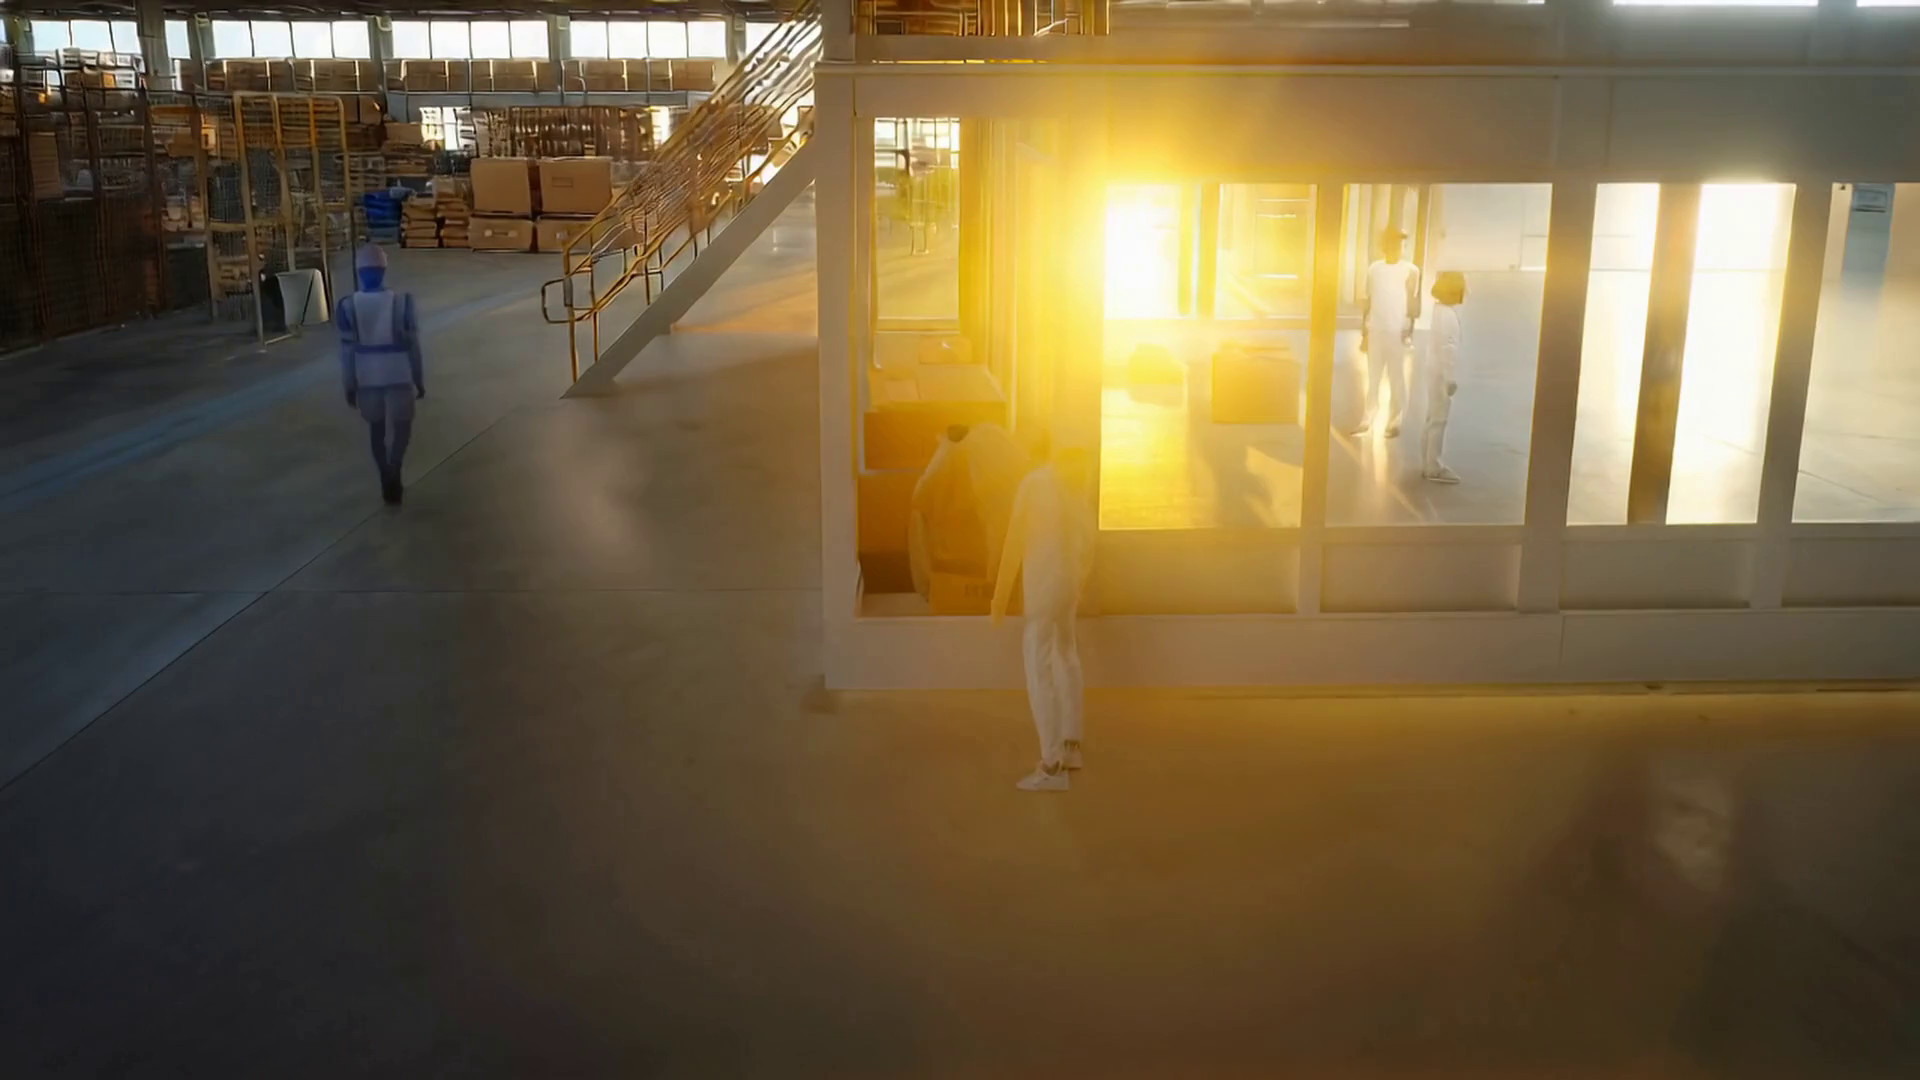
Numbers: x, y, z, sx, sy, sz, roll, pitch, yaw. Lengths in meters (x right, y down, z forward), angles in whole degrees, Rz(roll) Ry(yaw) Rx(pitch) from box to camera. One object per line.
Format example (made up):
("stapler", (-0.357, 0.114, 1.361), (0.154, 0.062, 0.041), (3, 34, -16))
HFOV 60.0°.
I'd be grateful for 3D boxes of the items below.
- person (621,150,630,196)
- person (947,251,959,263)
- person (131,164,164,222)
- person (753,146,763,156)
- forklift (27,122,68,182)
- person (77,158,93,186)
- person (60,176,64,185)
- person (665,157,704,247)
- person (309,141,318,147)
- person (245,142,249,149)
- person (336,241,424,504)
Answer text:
("person", (-12.787, -14.130, 64.120), (0.639, 1.750, 0.528), (-8, 16, -28))
("person", (0.242, -6.448, 33.216), (0.983, 1.832, 0.605), (2, 14, 7))
("person", (-16.206, -6.495, 33.179), (0.701, 1.941, 0.751), (7, 16, 27))
("person", (-9.175, -17.071, 75.740), (0.795, 1.807, 0.602), (12, 18, 39))
("forklift", (-35.376, -14.773, 64.377), (1.129, 2.768, 1.873), (-1, 14, -2))
("person", (-24.536, -9.857, 46.880), (0.610, 1.818, 0.555), (0, 14, -2))
("person", (-24.313, -9.254, 44.744), (0.543, 1.679, 0.480), (0, 14, 2))
("person", (-6.287, -7.661, 37.710), (0.866, 2.023, 0.602), (6, 15, 22))
("person", (-36.354, -21.530, 93.529), (0.630, 1.831, 0.429), (-5, 15, -18))
("person", (-33.128, -17.542, 77.343), (0.631, 1.933, 1.064), (-14, 19, -43))
("person", (-4.190, -1.188, 12.027), (0.556, 1.922, 0.721), (-2, 14, -9))
